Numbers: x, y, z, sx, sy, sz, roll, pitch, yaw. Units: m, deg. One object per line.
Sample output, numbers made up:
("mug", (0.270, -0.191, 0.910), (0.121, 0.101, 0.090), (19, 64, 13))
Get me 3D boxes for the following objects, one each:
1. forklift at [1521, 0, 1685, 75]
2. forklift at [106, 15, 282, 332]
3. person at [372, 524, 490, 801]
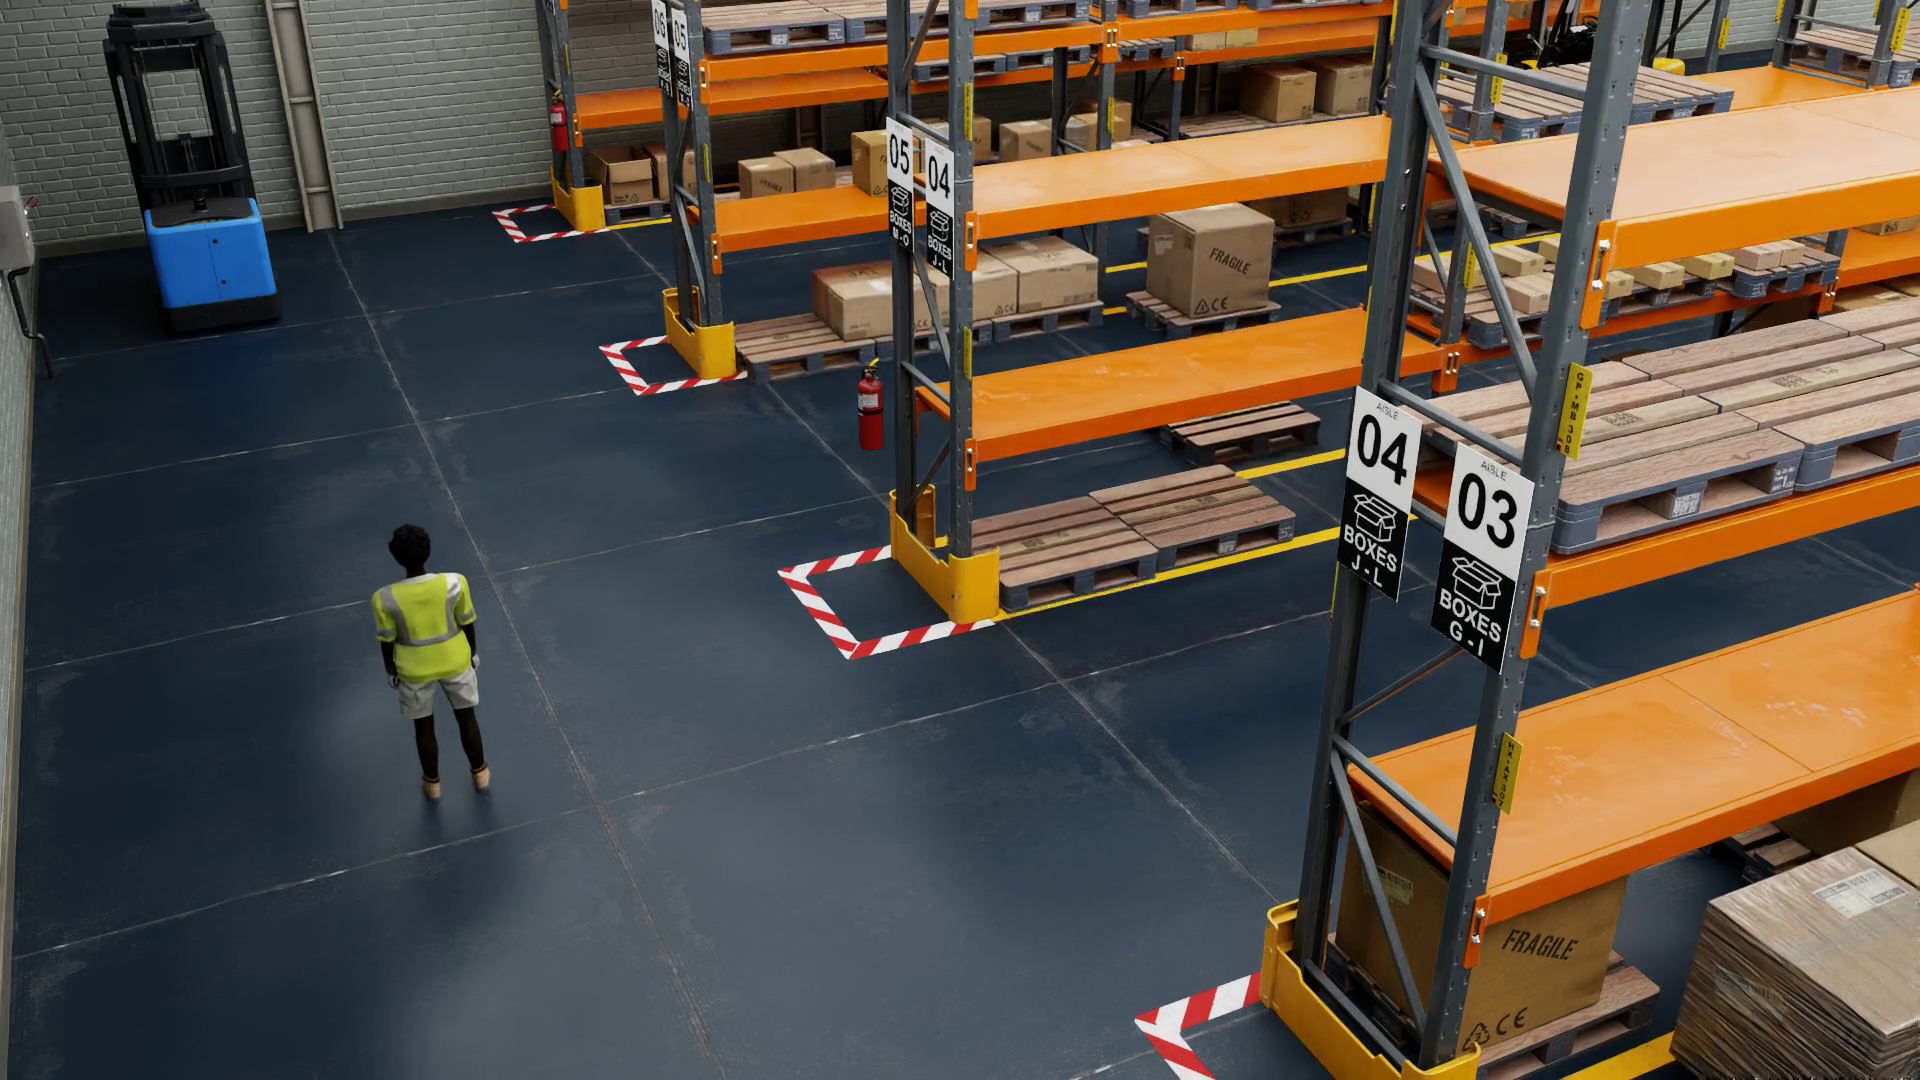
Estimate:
("forklift", (8.950, -6.807, 23.056), (1.214, 2.155, 2.313), (-12, 30, -22))
("forklift", (-7.548, -3.672, 16.323), (1.129, 2.768, 1.873), (-12, 30, -22))
("person", (-2.926, 0.693, 9.230), (0.535, 1.693, 0.320), (-11, 29, -20))
